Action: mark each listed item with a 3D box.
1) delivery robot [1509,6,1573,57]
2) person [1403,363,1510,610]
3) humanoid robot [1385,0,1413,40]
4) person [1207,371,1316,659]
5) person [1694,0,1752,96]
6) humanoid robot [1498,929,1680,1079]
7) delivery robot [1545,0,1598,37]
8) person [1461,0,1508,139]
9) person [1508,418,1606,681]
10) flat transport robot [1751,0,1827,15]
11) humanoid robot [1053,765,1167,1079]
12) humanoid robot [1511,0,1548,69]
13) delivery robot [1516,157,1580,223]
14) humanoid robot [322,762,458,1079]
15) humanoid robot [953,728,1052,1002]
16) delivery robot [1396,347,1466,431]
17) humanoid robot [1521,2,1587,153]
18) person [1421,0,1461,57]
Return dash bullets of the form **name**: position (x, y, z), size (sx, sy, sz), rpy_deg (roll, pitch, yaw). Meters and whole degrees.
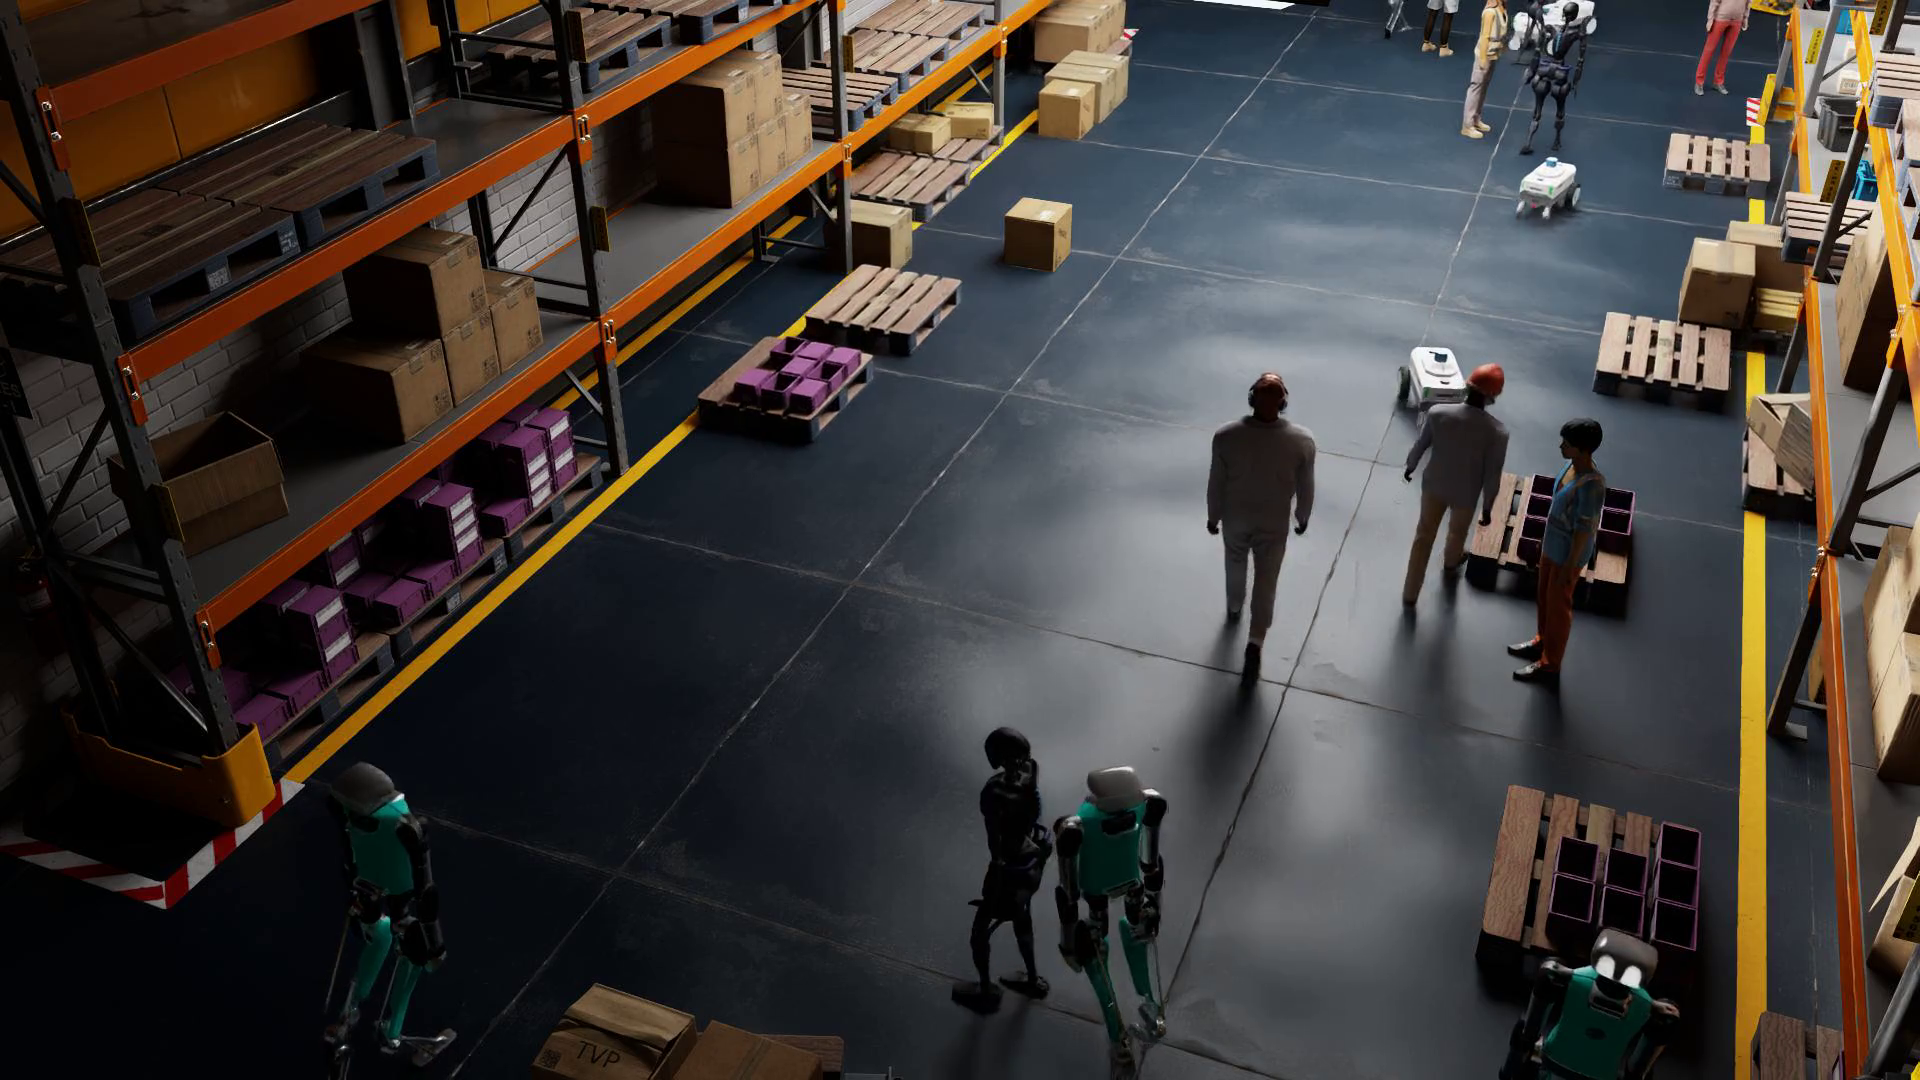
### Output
- **delivery robot**: position (7.558, -6.590, 21.537), size (0.794, 0.606, 0.499), rpy_deg (16, 36, 23)
- **person**: position (3.222, -0.394, 10.876), size (0.673, 1.687, 0.892), rpy_deg (21, 38, 29)
- **humanoid robot**: position (5.847, -7.495, 21.866), size (0.975, 1.787, 0.548), rpy_deg (-25, 40, -33)
- **person**: position (1.861, -0.174, 10.384), size (0.652, 1.873, 0.888), rpy_deg (6, 33, 9)
- **person**: position (9.138, -6.181, 19.777), size (0.532, 1.767, 0.310), rpy_deg (-5, 33, -7)
- **humanoid robot**: position (2.539, 2.176, 6.874), size (0.577, 1.757, 0.890), rpy_deg (14, 35, 20)
- **delivery robot**: position (8.081, -6.974, 22.116), size (0.790, 0.589, 0.499), rpy_deg (-20, 38, -28)
- **person**: position (5.912, -5.404, 18.565), size (0.322, 1.775, 0.465), rpy_deg (21, 38, 29)
- **person**: position (3.667, 0.056, 10.136), size (0.331, 1.758, 0.502), rpy_deg (1, 33, 2)
- **flat transport robot**: position (11.662, -7.658, 23.444), size (1.431, 0.231, 0.659), rpy_deg (-25, 40, -33)
- **humanoid robot**: position (0.784, 1.910, 7.370), size (0.542, 1.837, 0.828), rpy_deg (-15, 36, -22)
- **humanoid robot**: position (7.211, -6.723, 20.706), size (0.374, 1.648, 0.609), rpy_deg (8, 34, 12)
- **delivery robot**: position (5.957, -3.586, 16.871), size (0.499, 0.587, 0.789), rpy_deg (22, 39, 30)
- **humanoid robot**: position (-2.674, 1.910, 7.340), size (0.541, 1.830, 0.870), rpy_deg (16, 36, 24)
- **humanoid robot**: position (0.213, 1.549, 7.900), size (0.454, 1.648, 0.612), rpy_deg (12, 35, 18)
- **delivery robot**: position (3.792, -1.244, 13.265), size (0.499, 0.606, 0.796), rpy_deg (2, 33, 3)
- **humanoid robot**: position (6.474, -5.054, 18.143), size (0.598, 1.643, 0.612), rpy_deg (23, 39, 31)
- **person**: position (6.189, -7.018, 21.143), size (0.320, 1.690, 0.533), rpy_deg (-22, 39, -30)
